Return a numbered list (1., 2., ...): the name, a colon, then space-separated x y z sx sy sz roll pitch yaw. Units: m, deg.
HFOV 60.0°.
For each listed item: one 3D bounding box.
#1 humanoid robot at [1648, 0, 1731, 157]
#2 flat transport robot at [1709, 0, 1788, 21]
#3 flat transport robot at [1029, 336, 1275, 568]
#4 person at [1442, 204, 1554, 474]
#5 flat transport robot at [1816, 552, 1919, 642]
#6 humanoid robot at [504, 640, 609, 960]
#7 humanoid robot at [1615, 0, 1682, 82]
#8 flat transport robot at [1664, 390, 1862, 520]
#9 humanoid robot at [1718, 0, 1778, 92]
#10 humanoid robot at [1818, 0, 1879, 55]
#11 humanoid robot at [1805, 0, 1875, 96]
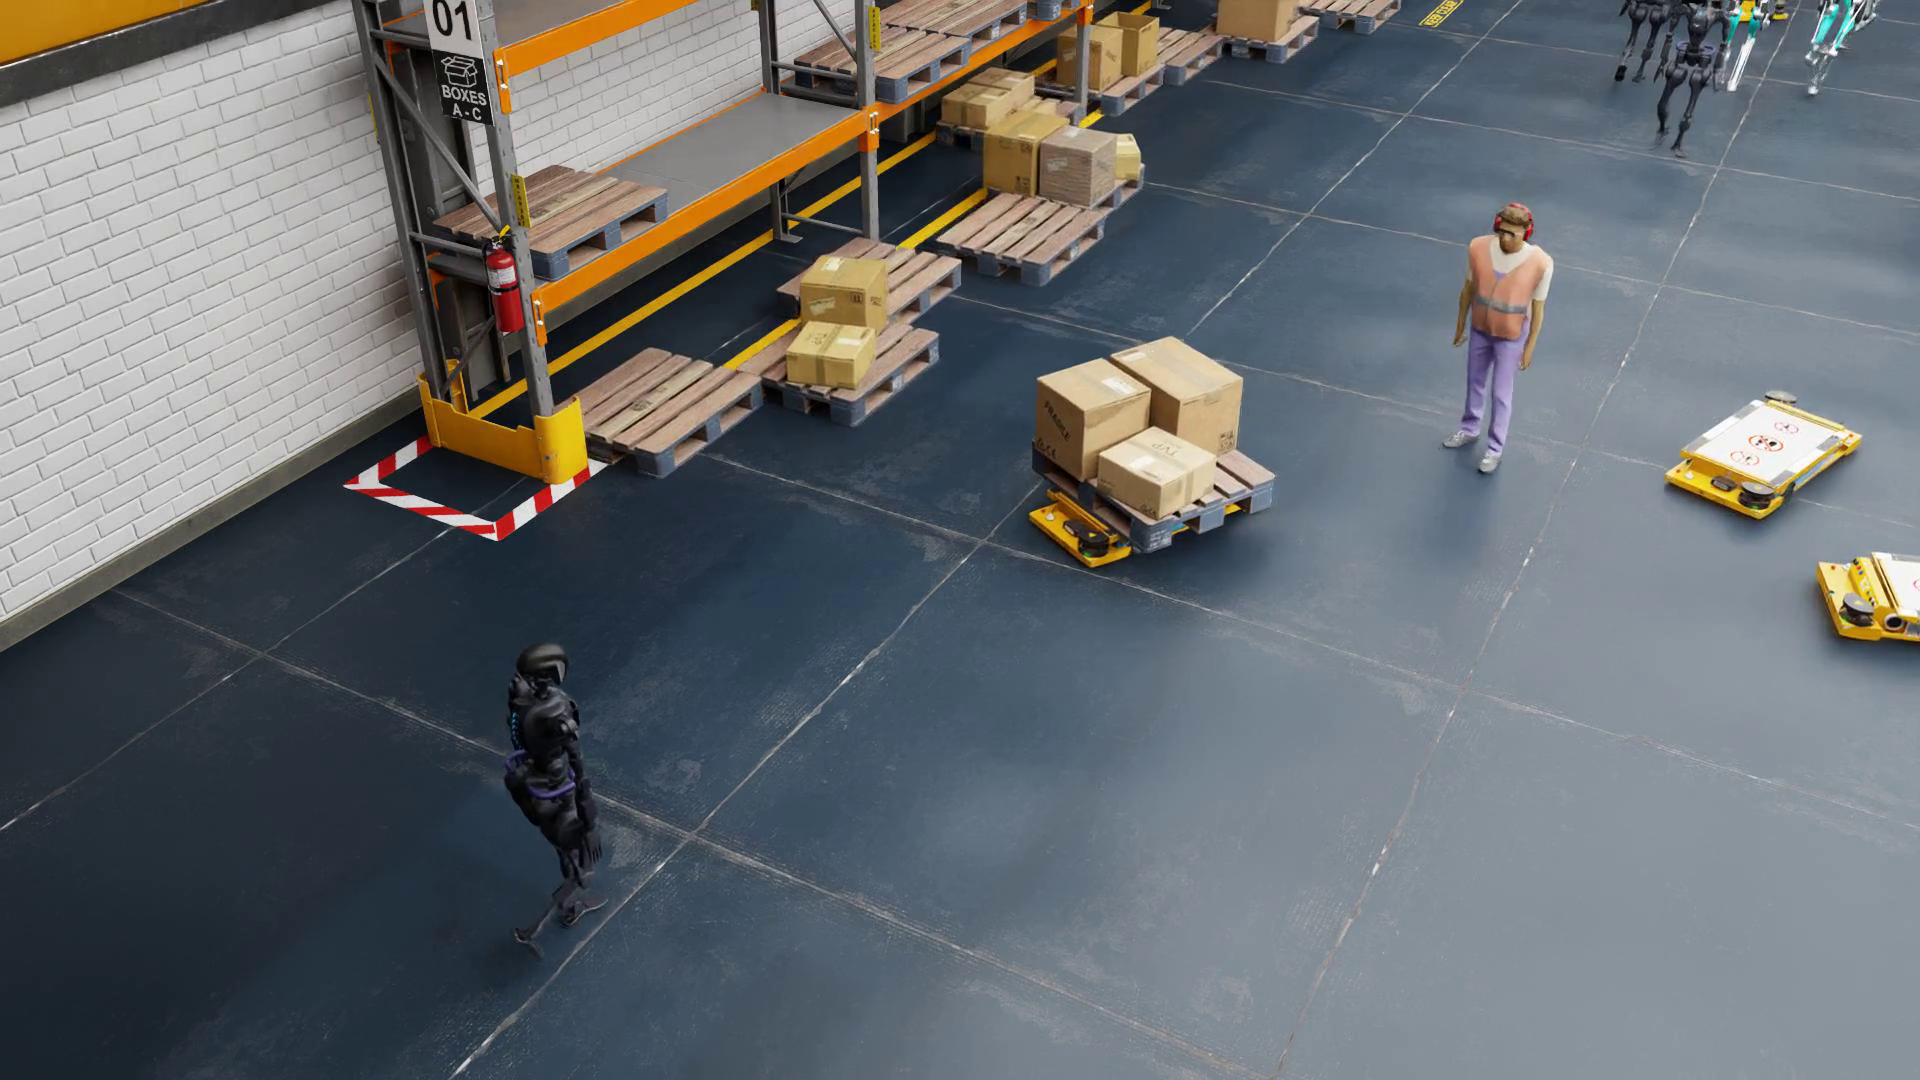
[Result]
1. humanoid robot: 6.892 -4.475 15.654 0.608 1.648 0.472 22 39 29
2. flat transport robot: 9.295 -6.545 20.050 0.659 0.231 1.431 -5 34 -7
3. flat transport robot: 1.206 -0.249 10.525 1.431 0.231 0.659 -20 38 -27
4. person: 3.452 -1.317 10.740 0.565 1.821 0.515 28 43 35
5. flat transport robot: 5.770 0.386 9.564 1.431 0.231 0.659 7 34 10
6. humanoid robot: -1.830 1.121 7.188 0.532 1.640 0.615 -28 43 -35
7. humanoid robot: 7.184 -5.571 17.303 0.614 1.635 0.540 22 39 29
8. flat transport robot: 5.344 -0.578 11.023 1.431 0.231 0.659 -26 42 -34
9. humanoid robot: 8.071 -5.401 17.098 0.557 1.906 0.743 14 36 21
10. humanoid robot: 9.797 -6.146 18.084 0.532 1.760 0.707 -10 35 -15
11. humanoid robot: 8.955 -5.367 16.951 0.530 1.758 0.920 27 42 35
